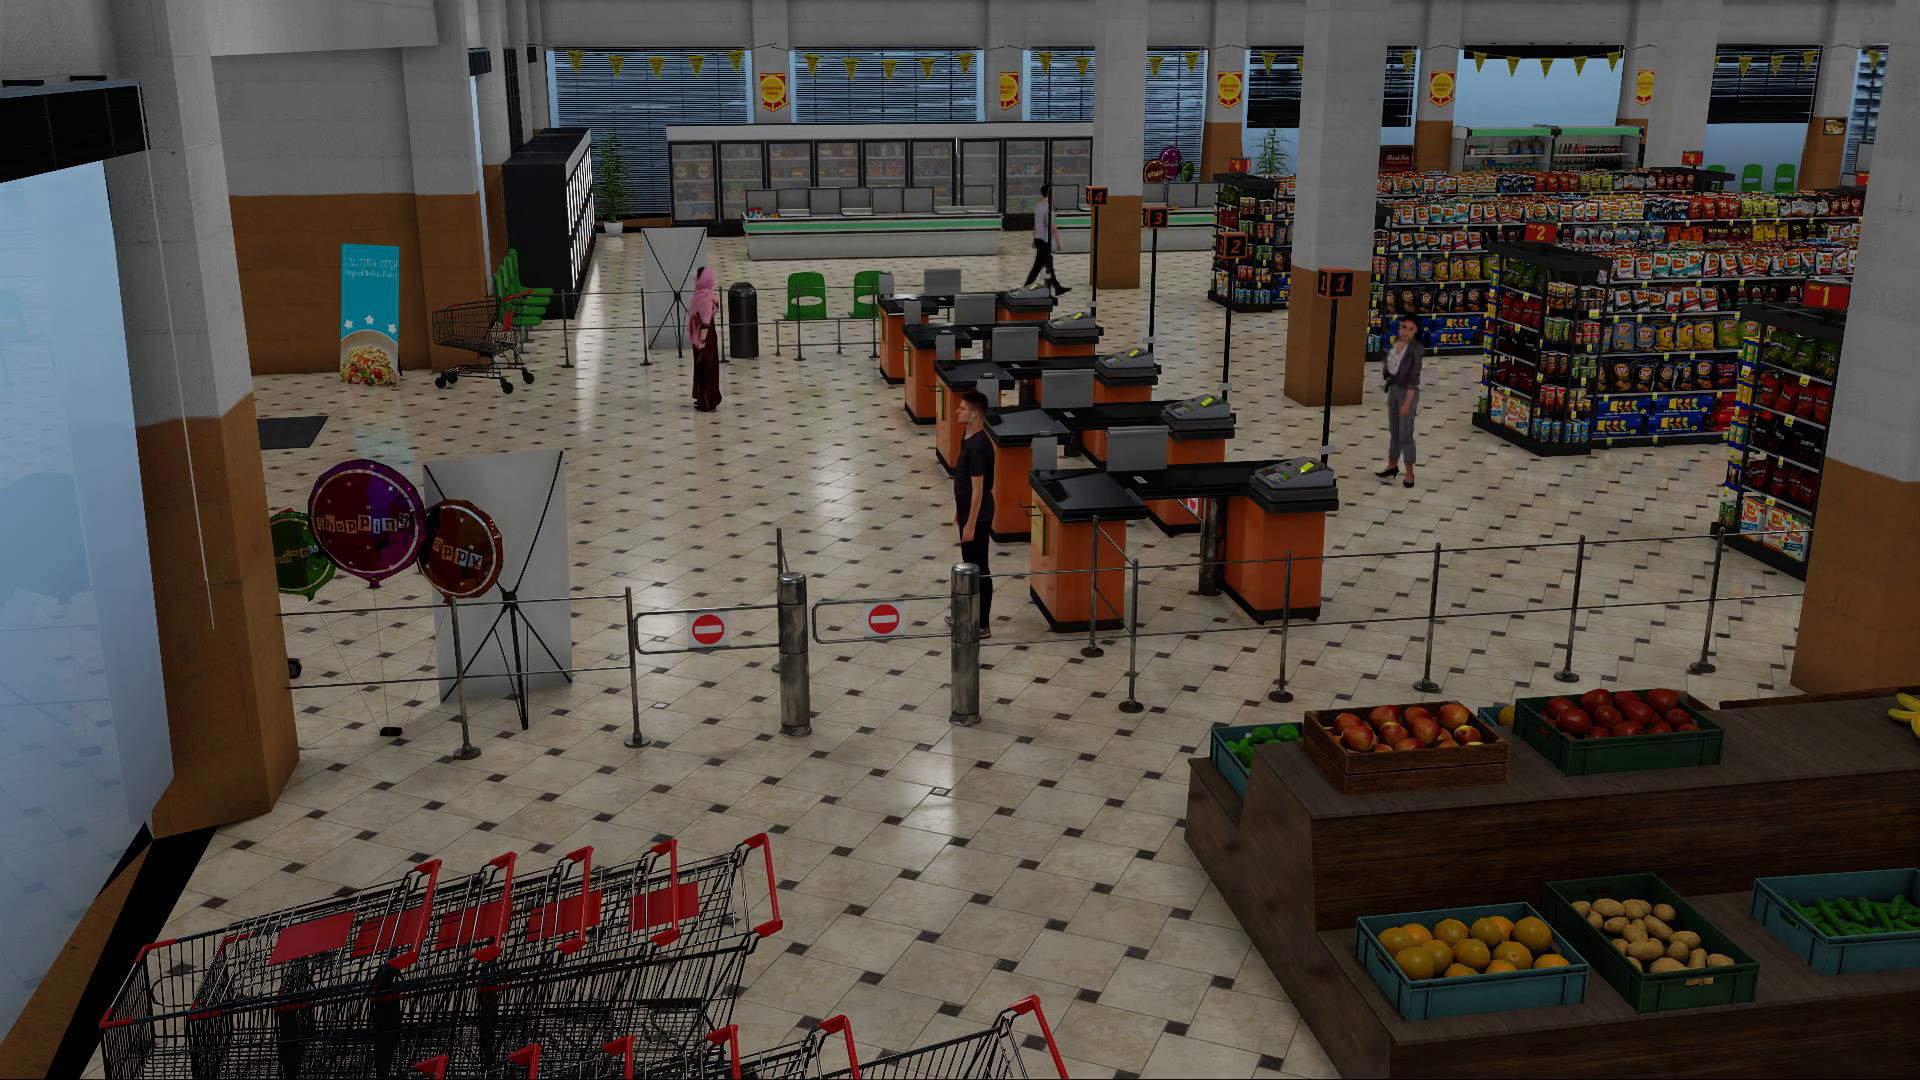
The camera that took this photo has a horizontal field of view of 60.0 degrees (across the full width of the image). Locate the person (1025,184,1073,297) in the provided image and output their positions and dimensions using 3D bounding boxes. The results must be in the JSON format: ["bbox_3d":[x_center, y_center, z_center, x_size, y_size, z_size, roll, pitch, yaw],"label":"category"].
[{"bbox_3d":[1.262,-4.733,26.629,1.242,1.815,0.854,-7,18,-21],"label":"person"}]

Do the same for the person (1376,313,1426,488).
[{"bbox_3d":[4.186,-1.352,15.771,0.586,1.655,0.733,-1,17,-2],"label":"person"}]

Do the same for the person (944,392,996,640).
[{"bbox_3d":[0.098,-0.179,11.719,0.528,1.764,0.619,-3,17,-9],"label":"person"}]

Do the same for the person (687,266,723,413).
[{"bbox_3d":[-2.905,-2.304,18.938,0.576,1.636,0.642,-3,17,-9],"label":"person"}]
